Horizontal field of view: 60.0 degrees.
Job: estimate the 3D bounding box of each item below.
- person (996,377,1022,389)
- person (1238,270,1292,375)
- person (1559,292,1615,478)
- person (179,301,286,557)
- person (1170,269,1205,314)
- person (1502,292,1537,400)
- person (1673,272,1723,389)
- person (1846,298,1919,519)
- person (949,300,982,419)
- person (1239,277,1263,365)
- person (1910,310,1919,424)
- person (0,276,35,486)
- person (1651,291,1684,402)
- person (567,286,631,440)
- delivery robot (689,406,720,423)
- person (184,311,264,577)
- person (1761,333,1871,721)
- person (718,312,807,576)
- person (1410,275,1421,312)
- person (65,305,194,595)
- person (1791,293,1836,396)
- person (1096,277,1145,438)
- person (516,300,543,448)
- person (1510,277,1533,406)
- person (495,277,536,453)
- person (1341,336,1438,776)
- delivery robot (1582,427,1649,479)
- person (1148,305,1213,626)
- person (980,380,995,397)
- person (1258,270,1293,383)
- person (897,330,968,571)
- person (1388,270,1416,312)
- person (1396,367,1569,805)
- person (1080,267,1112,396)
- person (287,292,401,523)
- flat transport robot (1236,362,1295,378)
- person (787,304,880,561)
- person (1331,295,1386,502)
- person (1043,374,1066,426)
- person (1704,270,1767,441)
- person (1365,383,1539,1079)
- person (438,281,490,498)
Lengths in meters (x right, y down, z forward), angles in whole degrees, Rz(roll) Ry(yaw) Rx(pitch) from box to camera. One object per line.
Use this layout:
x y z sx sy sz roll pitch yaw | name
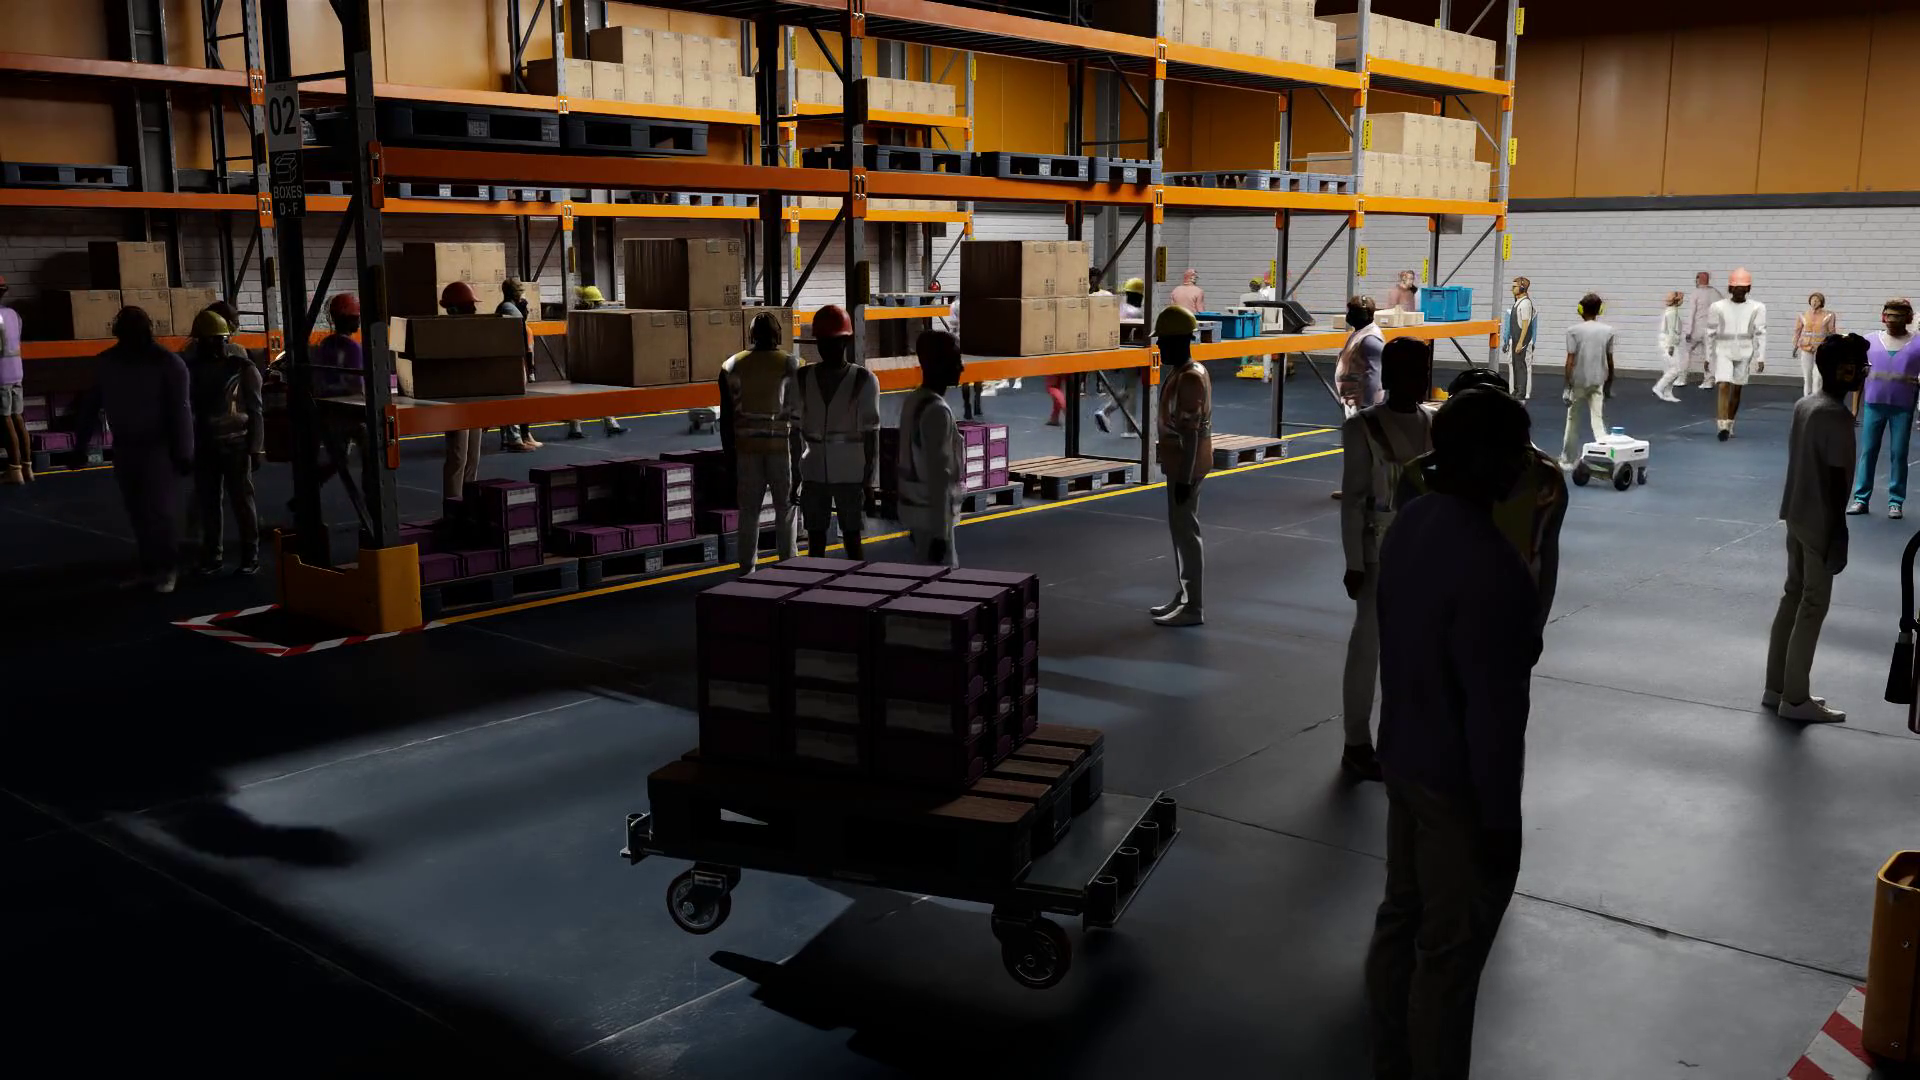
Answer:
0.830 -3.361 26.749 0.518 1.865 0.327 5 11 29 | person
5.479 -3.837 29.464 0.993 1.867 0.534 -3 11 -19 | person
6.239 -1.534 16.487 0.551 1.827 0.985 0 10 0 | person
-5.491 -0.832 12.359 0.616 1.880 1.016 7 12 34 | person
3.829 -3.563 27.785 0.644 1.905 0.400 9 13 42 | person
8.327 -2.899 24.752 0.515 1.641 0.315 -1 10 -6 | person
11.877 -3.372 26.790 0.662 1.870 0.764 -2 10 -12 | person
7.801 -1.102 13.951 0.569 1.839 0.374 8 13 38 | person
0.130 -2.575 22.105 0.581 1.919 0.590 -1 10 -5 | person
5.406 -3.977 30.659 0.534 1.719 0.593 0 10 -1 | person
12.385 -2.353 21.173 0.619 1.802 0.505 2 10 9 | person
-9.155 -1.536 15.848 0.390 2.040 0.614 -1 10 -6 | person
10.400 -2.818 24.296 0.352 1.625 0.544 4 11 20 | person
-4.257 -2.067 19.551 0.843 1.803 0.598 -1 10 -6 | person
-3.093 -1.649 20.459 0.477 0.478 0.707 1 10 7 | delivery robot
-5.077 -0.651 11.403 0.600 1.831 0.404 1 10 5 | person
4.120 -0.058 7.982 0.327 1.858 0.501 0 10 1 | person
-1.285 -0.595 11.096 0.625 1.836 0.429 1 10 7 | person
7.511 -3.572 27.910 0.602 1.888 0.653 5 11 26 | person
-5.420 -0.579 10.857 0.770 1.892 0.572 2 10 11 | person
12.147 -2.702 23.709 0.544 1.608 0.731 8 13 39 | person
1.964 -2.145 19.691 0.549 1.912 0.599 -3 10 -17 | person
-4.980 -1.880 18.790 0.536 1.696 0.322 9 13 41 | person
8.016 -2.847 23.873 0.345 1.846 0.506 1 10 8 | person
-4.957 -1.935 18.417 0.352 1.937 0.635 -5 11 -26 | person
1.880 0.067 7.174 0.584 1.882 0.345 -6 12 -31 | person
6.217 -0.824 15.760 0.707 0.478 0.477 -8 13 -39 | delivery robot
1.313 -0.442 9.991 0.392 1.919 0.581 0 10 -2 | person
0.351 -2.973 25.222 0.586 1.612 0.535 -8 13 -40 | person
5.282 -3.606 27.912 0.614 1.943 0.399 0 10 1 | person
-0.207 -0.102 8.215 0.742 1.866 0.582 -2 10 -13 | person
7.308 -3.462 27.218 0.509 1.892 0.681 9 13 41 | person
1.793 0.313 5.892 0.627 1.844 0.429 -2 10 -11 | person
2.051 -3.177 25.410 0.634 1.963 0.361 -1 10 -6 | person
-4.932 -1.007 13.227 0.555 1.910 0.860 8 13 38 | person
5.374 -2.992 29.176 0.652 0.197 1.431 5 11 26 | flat transport robot
-0.730 -0.376 9.535 0.545 1.941 0.350 2 10 12 | person
3.522 -1.230 14.678 0.430 1.845 0.623 0 10 1 | person
1.245 -2.266 20.884 0.535 1.741 0.670 -7 12 -36 | person
9.104 -2.156 19.519 0.637 1.987 1.027 4 11 20 | person
1.207 0.587 4.060 0.373 1.939 0.628 -1 10 -7 | person
-3.856 -1.001 12.931 0.375 1.997 0.611 1 10 8 | person
